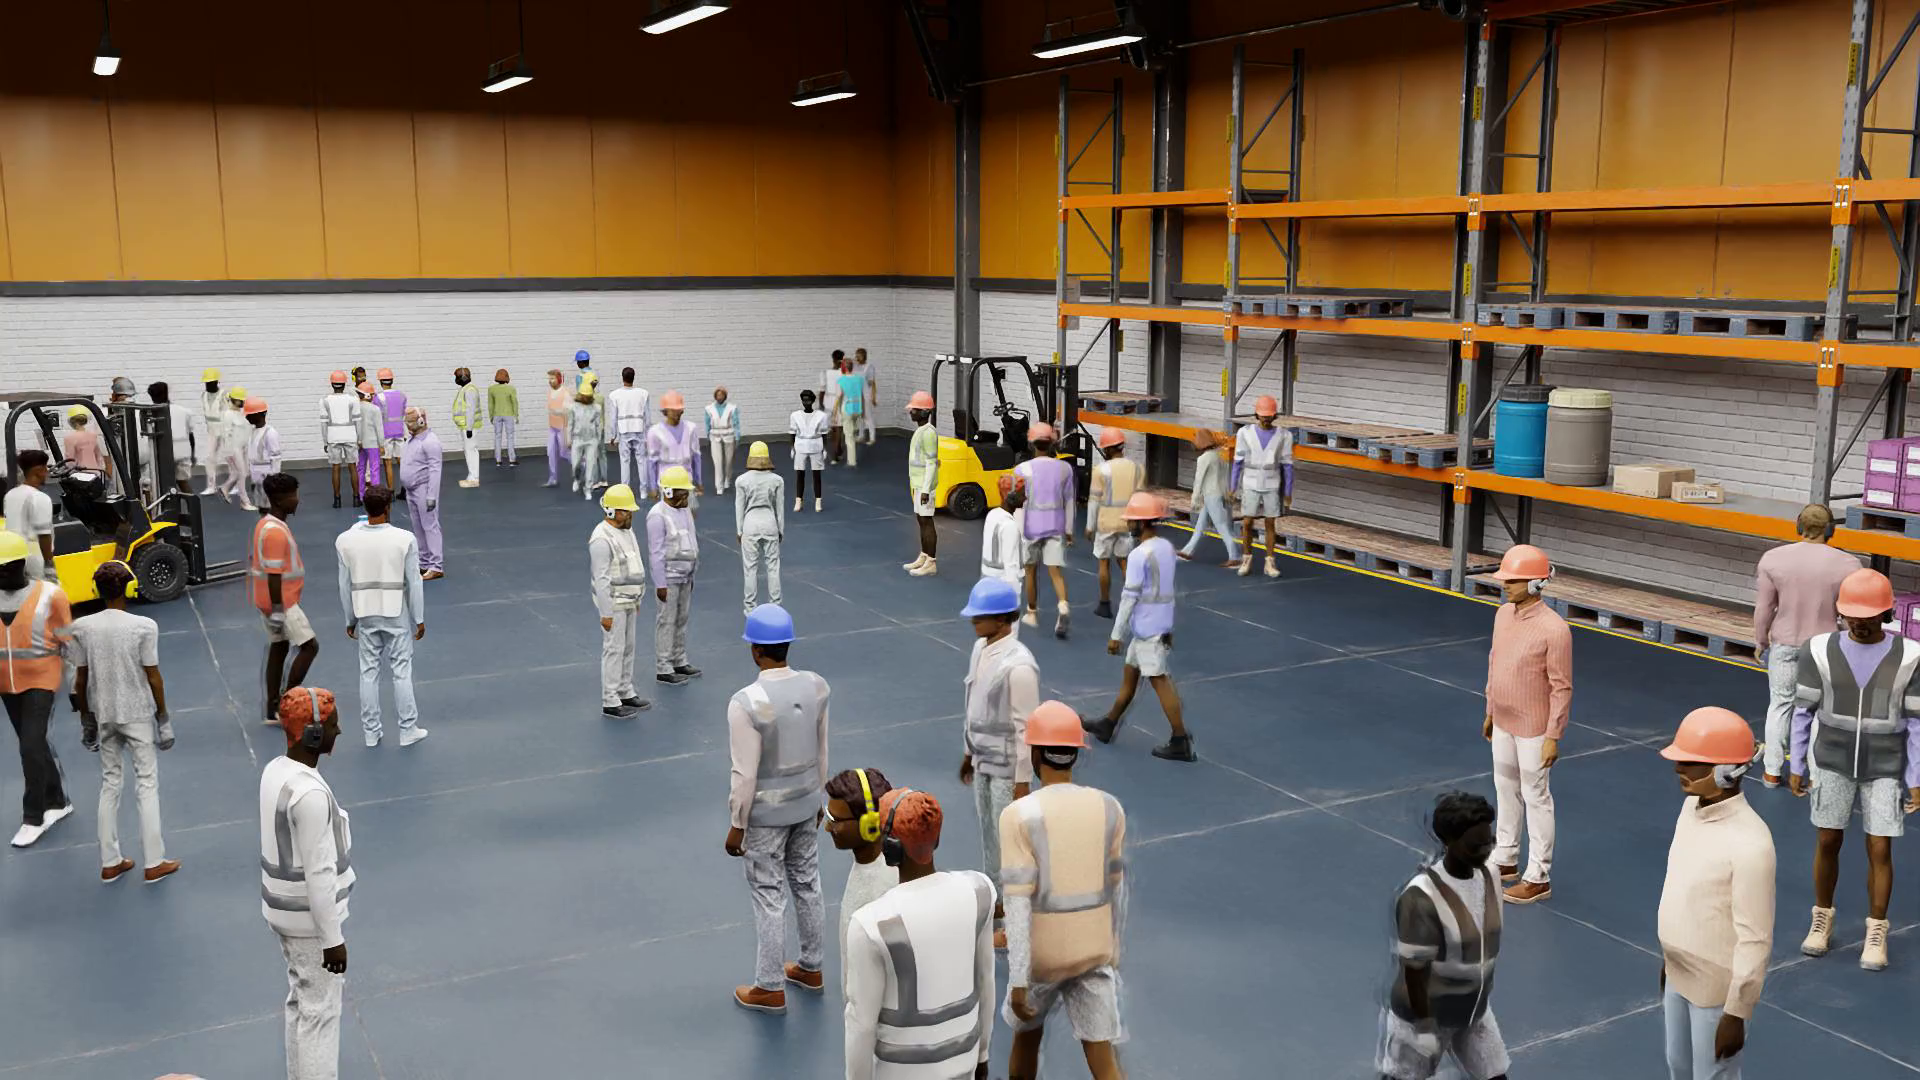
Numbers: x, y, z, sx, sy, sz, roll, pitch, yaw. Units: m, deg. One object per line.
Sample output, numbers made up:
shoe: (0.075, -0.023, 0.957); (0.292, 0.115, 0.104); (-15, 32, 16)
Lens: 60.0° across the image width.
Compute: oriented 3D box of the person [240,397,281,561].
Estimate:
person: (-8.021, -0.686, 19.133); (0.542, 1.930, 0.374); (9, 13, 42)

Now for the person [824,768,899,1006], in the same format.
person: (-0.307, 1.677, 5.730); (0.331, 1.863, 0.509); (-1, 10, -8)

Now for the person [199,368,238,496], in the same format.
person: (-10.872, -1.572, 24.341); (0.594, 1.888, 0.756); (3, 10, 18)

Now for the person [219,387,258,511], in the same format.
person: (-10.011, -1.259, 22.965); (0.601, 1.732, 0.568); (2, 10, 11)

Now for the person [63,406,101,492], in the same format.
person: (-10.511, -0.725, 19.909); (0.396, 1.750, 0.543); (2, 10, 13)

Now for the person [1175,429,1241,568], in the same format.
person: (2.820, -0.476, 18.949); (0.923, 1.569, 0.507); (5, 11, 27)

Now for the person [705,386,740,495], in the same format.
person: (-3.530, -1.504, 24.805); (0.515, 1.605, 0.804); (-1, 10, -4)

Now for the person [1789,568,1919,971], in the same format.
person: (4.505, 1.137, 8.366); (0.619, 2.028, 0.410); (7, 12, 33)

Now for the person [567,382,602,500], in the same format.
person: (-5.437, -1.449, 24.123); (0.498, 1.714, 0.606); (-3, 10, -16)

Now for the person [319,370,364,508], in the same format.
person: (-8.642, -1.408, 23.263); (0.544, 1.939, 0.354); (-3, 10, -17)

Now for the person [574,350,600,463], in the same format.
person: (-6.265, -2.219, 27.939); (0.416, 1.939, 0.605); (3, 10, 19)

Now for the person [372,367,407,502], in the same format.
person: (-8.181, -1.508, 23.846); (0.366, 1.933, 0.551); (7, 12, 34)

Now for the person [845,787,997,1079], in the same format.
person: (-0.123, 1.723, 5.429); (0.576, 1.876, 0.348); (-7, 12, -37)

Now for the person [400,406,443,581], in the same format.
person: (-5.912, -0.513, 18.211); (0.407, 1.906, 0.638); (-9, 13, -42)

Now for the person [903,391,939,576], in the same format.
person: (-0.424, -0.625, 18.442); (0.367, 2.048, 0.607); (-2, 10, -13)

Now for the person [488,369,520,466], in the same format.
person: (-7.632, -2.049, 27.830); (0.507, 1.632, 0.274); (1, 10, 4)

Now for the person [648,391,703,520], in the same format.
person: (-3.242, -0.689, 18.864); (0.620, 2.031, 0.668); (-7, 12, -35)

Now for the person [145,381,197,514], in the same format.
person: (-10.207, -1.099, 21.505); (0.454, 1.927, 0.641); (7, 12, 36)

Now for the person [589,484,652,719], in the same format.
person: (-2.624, 0.471, 12.807); (0.403, 1.817, 0.601); (2, 10, 9)

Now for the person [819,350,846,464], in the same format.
person: (-2.054, -2.280, 28.350); (0.631, 1.906, 1.016); (2, 10, 13)

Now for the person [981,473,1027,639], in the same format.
person: (0.368, 0.414, 12.986); (0.394, 1.876, 0.610); (-3, 10, -14)

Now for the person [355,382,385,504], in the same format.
person: (-8.378, -1.362, 23.548); (0.561, 1.744, 0.338); (3, 10, 16)

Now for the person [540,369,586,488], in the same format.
person: (-6.025, -1.695, 25.269); (0.579, 1.818, 0.693); (9, 13, 41)

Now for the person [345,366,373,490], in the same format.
person: (-9.024, -1.687, 25.119); (0.335, 1.858, 0.504); (5, 11, 28)

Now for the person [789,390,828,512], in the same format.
person: (-2.081, -1.228, 22.919); (0.537, 1.695, 0.320); (0, 10, 1)

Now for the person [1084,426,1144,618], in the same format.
person: (1.498, -0.162, 16.176); (0.573, 1.909, 0.536); (-4, 11, -24)

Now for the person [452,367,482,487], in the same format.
person: (-7.523, -1.724, 25.409); (0.429, 1.832, 0.635); (-4, 11, -23)

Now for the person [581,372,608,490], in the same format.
person: (-5.556, -1.642, 25.109); (0.331, 1.767, 0.527); (5, 11, 27)

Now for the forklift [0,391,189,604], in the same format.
forklift: (-9.026, -0.363, 16.508); (1.214, 2.155, 2.313); (6, 11, 29)

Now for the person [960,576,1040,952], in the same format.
person: (0.202, 1.138, 8.584); (0.405, 1.947, 0.611); (-4, 11, -21)

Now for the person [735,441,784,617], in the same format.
person: (-1.965, -0.106, 16.358); (0.480, 1.734, 0.335); (-3, 10, -16)

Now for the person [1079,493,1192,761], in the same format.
person: (1.274, 0.606, 11.827); (0.965, 1.890, 0.556); (5, 11, 28)

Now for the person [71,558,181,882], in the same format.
person: (-4.754, 1.029, 9.473); (0.520, 1.861, 0.314); (1, 10, 4)

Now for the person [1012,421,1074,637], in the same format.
person: (0.808, -0.102, 15.582); (0.635, 2.008, 0.950); (-3, 10, -16)

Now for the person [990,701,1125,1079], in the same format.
person: (0.394, 1.572, 6.373); (0.586, 1.853, 1.032); (-4, 11, -24)

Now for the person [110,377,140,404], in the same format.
person: (-11.663, -1.362, 23.268); (0.328, 1.844, 0.514); (3, 10, 17)

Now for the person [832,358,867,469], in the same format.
person: (-1.860, -2.086, 27.484); (0.609, 1.821, 0.572); (-10, 14, -44)

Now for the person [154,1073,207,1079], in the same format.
person: (-1.570, 2.037, 3.521); (0.403, 1.906, 0.652); (3, 10, 16)

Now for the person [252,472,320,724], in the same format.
person: (-5.072, 0.450, 12.557); (0.502, 1.949, 0.607); (-6, 11, -29)

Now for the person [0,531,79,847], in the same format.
person: (-5.743, 0.896, 10.097); (0.605, 1.893, 0.798); (1, 10, 4)

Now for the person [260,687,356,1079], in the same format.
person: (-2.595, 1.507, 6.669); (0.361, 1.879, 0.583); (-7, 12, -34)

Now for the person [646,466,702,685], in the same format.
person: (-2.365, 0.292, 13.822); (0.404, 1.824, 0.586); (4, 10, 20)

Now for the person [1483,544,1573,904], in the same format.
person: (3.097, 1.006, 9.200); (0.397, 1.992, 0.621); (-3, 10, -17)

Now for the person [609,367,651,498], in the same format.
person: (-4.770, -1.543, 24.103); (0.587, 1.918, 0.391); (-3, 10, -19)

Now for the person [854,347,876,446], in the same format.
person: (-1.787, -2.677, 30.943); (0.571, 1.835, 0.415); (9, 14, 43)

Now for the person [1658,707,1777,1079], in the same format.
person: (2.665, 1.568, 5.976); (0.397, 1.990, 0.623); (0, 10, 2)

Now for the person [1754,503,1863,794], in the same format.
person: (5.607, 0.716, 11.040); (0.633, 1.936, 0.355); (6, 12, 33)

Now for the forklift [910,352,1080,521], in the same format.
forklift: (0.460, -1.461, 22.833); (2.313, 2.155, 1.214); (-5, 11, -28)

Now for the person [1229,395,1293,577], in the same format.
person: (3.309, -0.583, 18.277); (0.674, 2.030, 0.435); (2, 10, 12)

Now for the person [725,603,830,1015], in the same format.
person: (-0.869, 1.260, 7.872); (0.399, 1.945, 0.616); (8, 13, 38)

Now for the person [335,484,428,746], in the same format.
person: (-4.180, 0.551, 12.046); (0.591, 1.919, 0.392); (0, 10, -2)

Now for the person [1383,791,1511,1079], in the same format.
person: (1.835, 1.726, 6.049); (0.548, 1.639, 0.850); (-6, 12, -33)

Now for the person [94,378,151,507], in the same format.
person: (-10.337, -1.014, 20.702); (0.536, 2.000, 0.684); (5, 11, 28)
